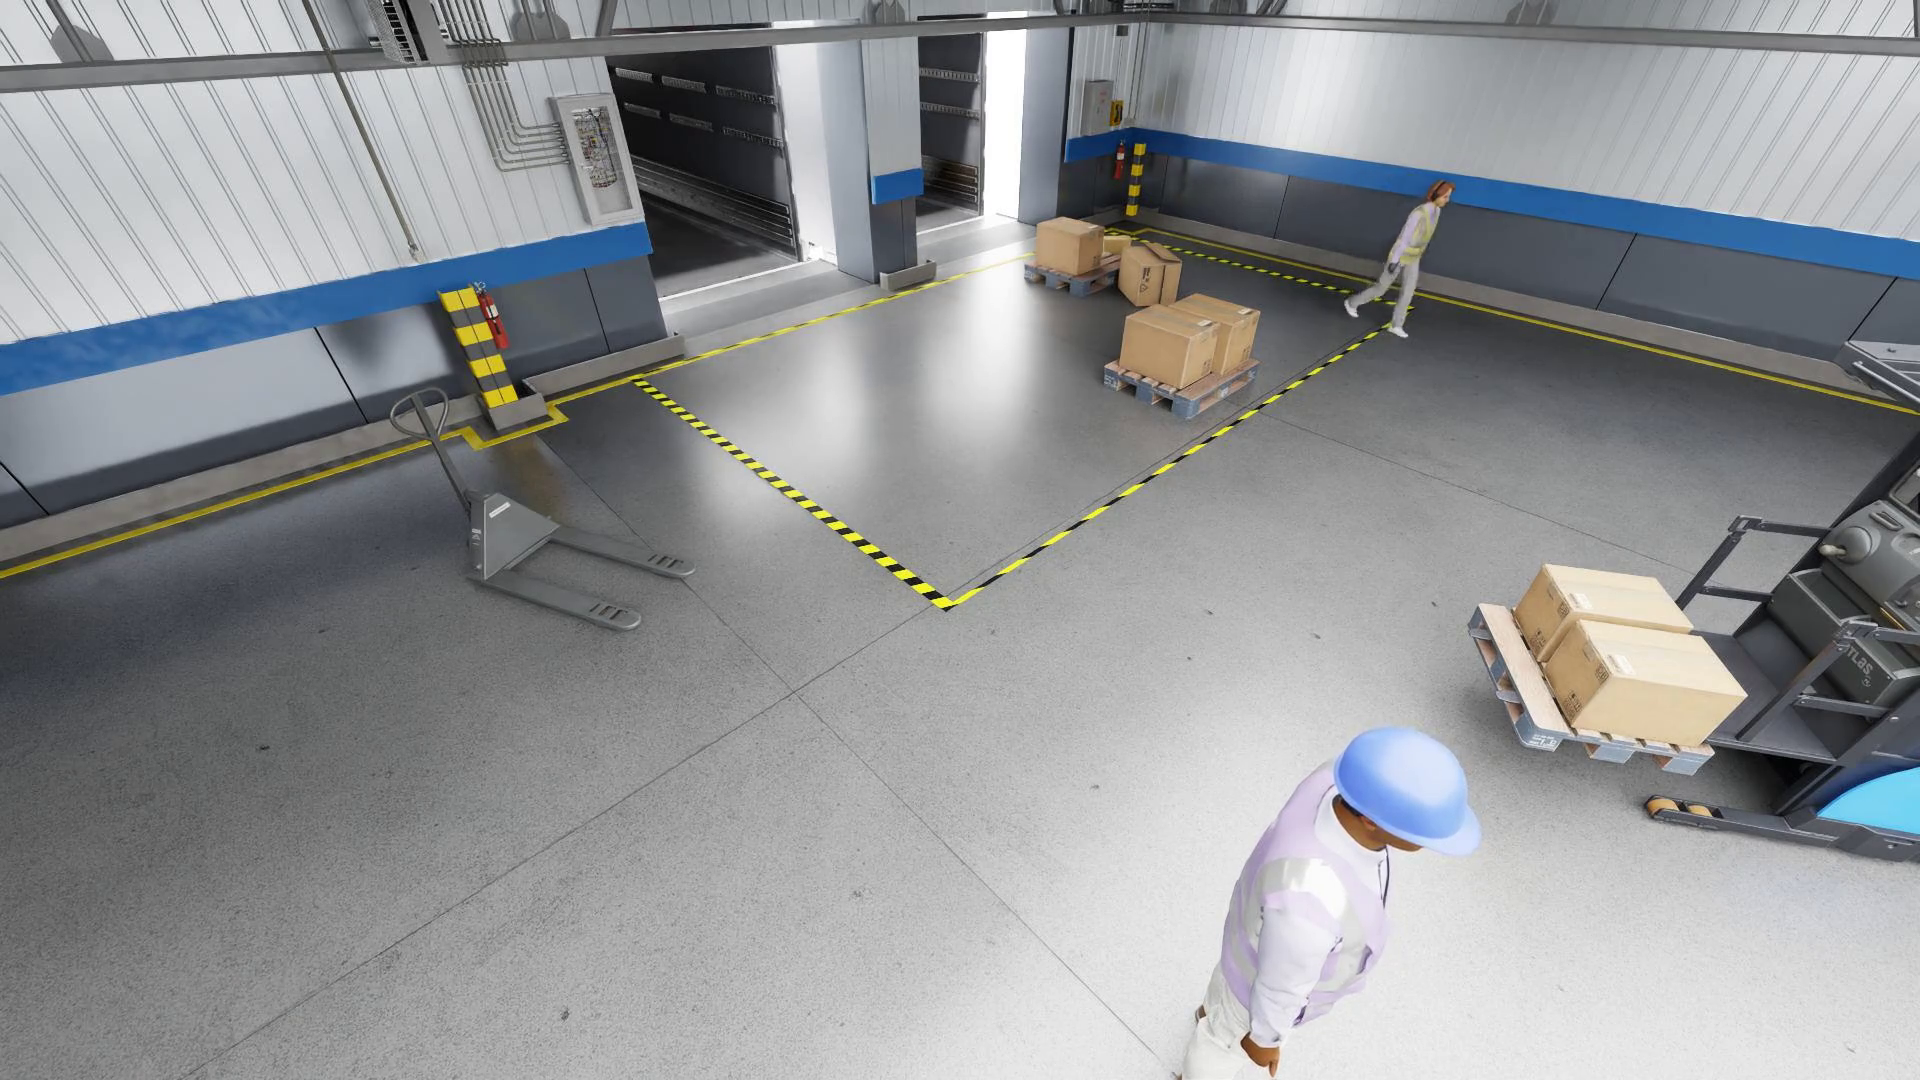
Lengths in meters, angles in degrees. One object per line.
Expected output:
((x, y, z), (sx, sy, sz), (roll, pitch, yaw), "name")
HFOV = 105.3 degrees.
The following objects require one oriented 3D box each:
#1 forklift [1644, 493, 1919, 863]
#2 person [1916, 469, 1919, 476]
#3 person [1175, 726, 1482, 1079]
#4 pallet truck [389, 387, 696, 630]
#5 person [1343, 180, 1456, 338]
((4.217, 0.450, 3.037), (0.776, 2.013, 0.716), (8, 38, 11), "forklift")
((7.929, -1.153, 5.351), (0.484, 1.744, 0.294), (3, 38, 3), "person")
((0.956, 1.199, 2.143), (0.384, 1.948, 0.604), (22, 43, 26), "person")
((-2.613, -0.247, 4.593), (1.601, 1.201, 0.680), (14, 40, 17), "pallet truck")
((4.752, -3.066, 7.947), (0.521, 1.586, 0.820), (-20, 42, -23), "person")
